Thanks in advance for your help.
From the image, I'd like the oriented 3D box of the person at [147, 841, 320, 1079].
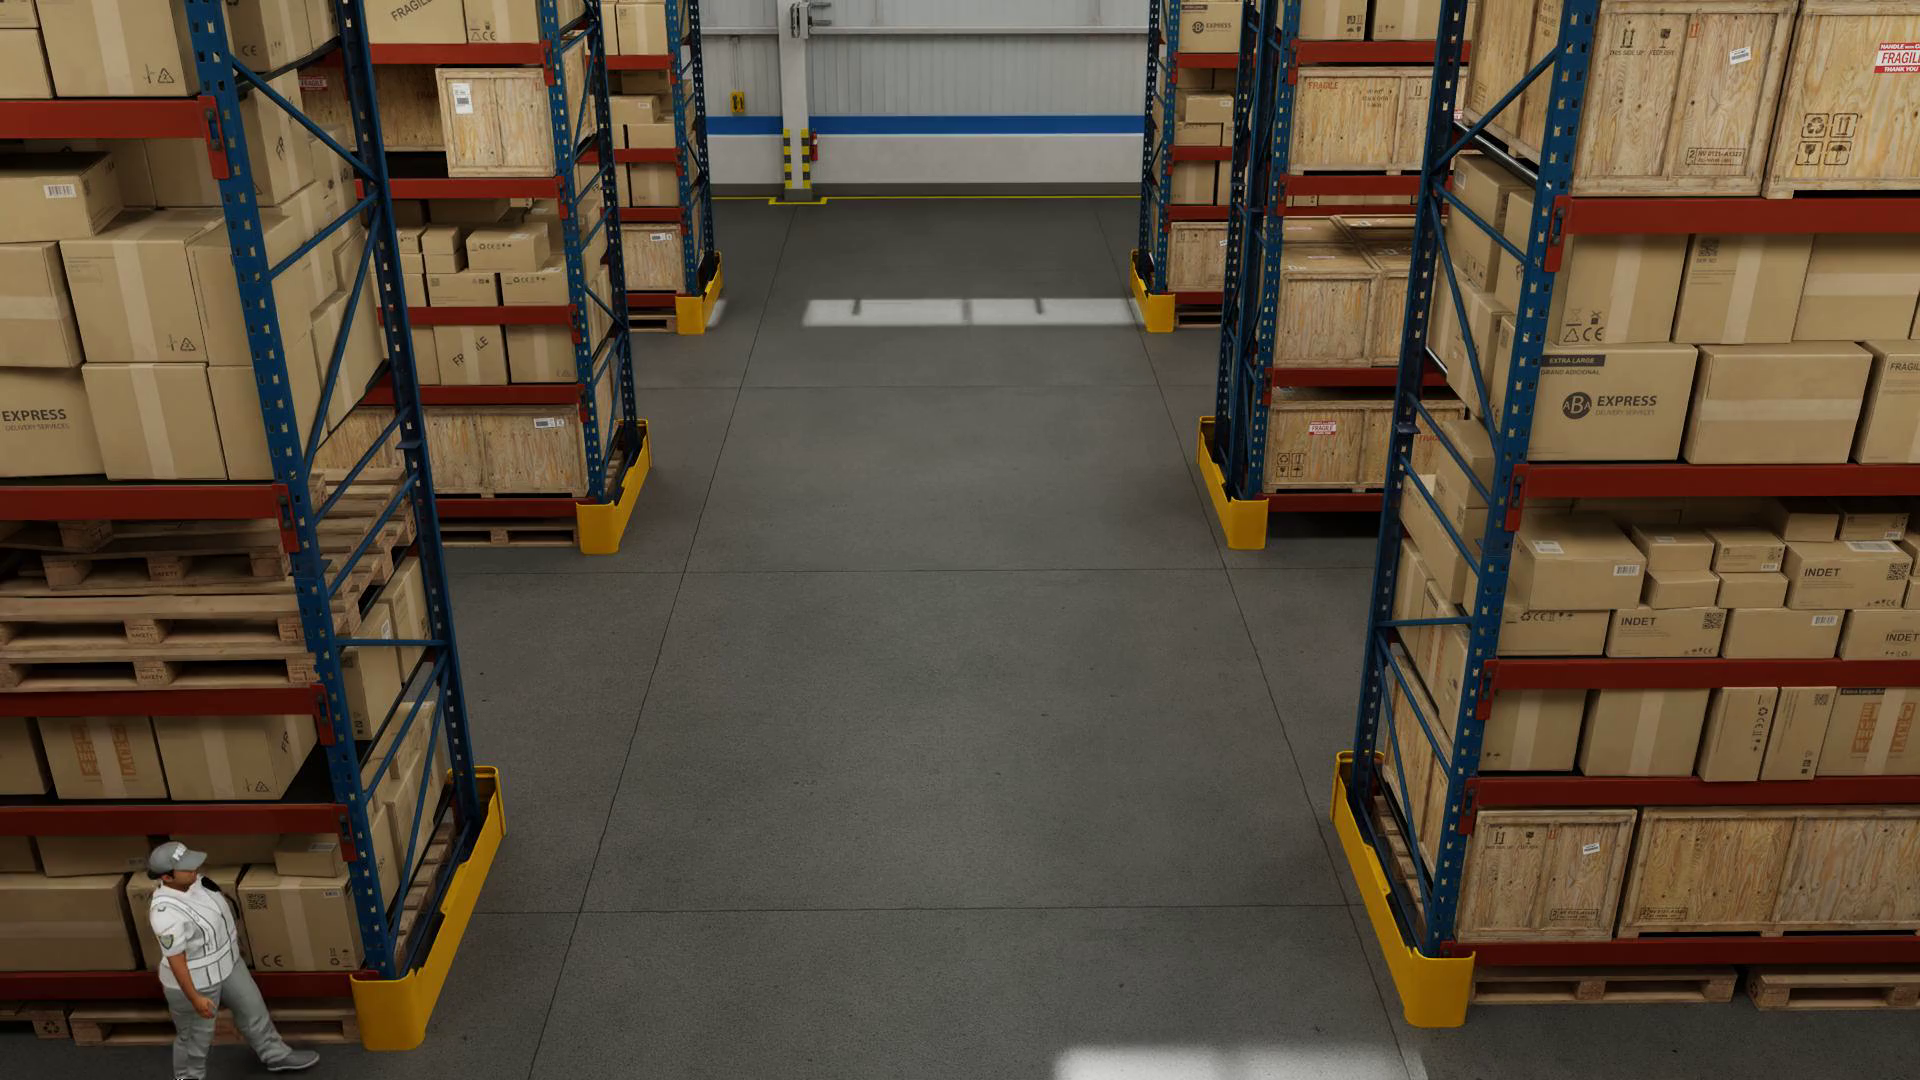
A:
[{"bbox_3d":[-3.999,2.337,9.000,0.717,1.657,0.492,-1,25,-2],"label":"person"}]
